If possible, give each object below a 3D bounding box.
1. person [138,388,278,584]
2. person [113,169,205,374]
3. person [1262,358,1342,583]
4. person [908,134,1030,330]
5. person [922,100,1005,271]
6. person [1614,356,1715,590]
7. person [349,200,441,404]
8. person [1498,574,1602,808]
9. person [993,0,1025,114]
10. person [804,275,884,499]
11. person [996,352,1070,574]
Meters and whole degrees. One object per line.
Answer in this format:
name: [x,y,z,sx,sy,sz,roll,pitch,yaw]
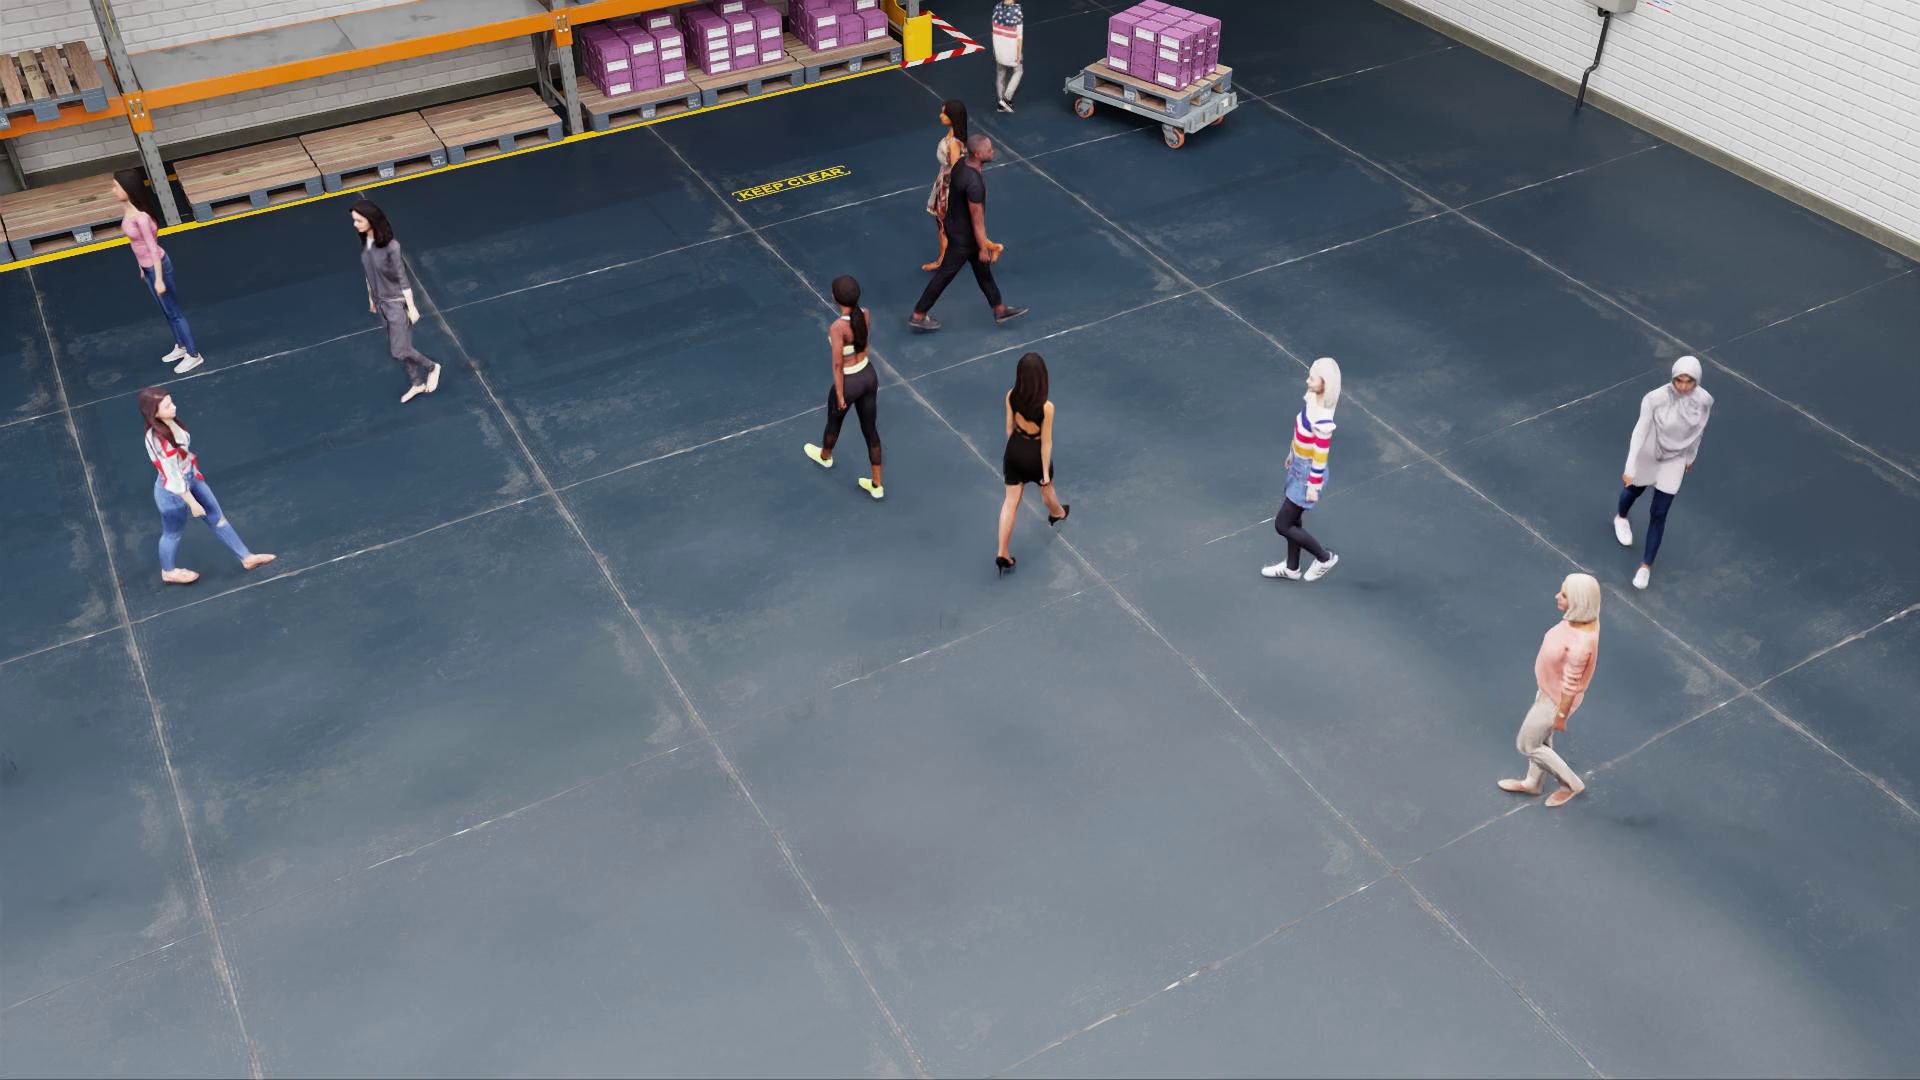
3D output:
person: [-5.322,-0.327,11.162,1.093,1.568,0.855,-5,39,-6]
person: [-6.447,-2.168,13.327,0.556,1.742,0.607,-27,46,-30]
person: [2.398,-0.437,11.115,0.889,1.799,0.829,2,39,2]
person: [-0.056,-2.481,13.703,1.367,1.762,1.070,-4,39,-4]
person: [0.028,-3.060,14.537,1.075,1.626,0.920,1,39,1]
person: [4.756,-0.588,11.358,1.140,1.730,1.151,3,39,4]
person: [-4.336,-1.881,12.961,0.748,1.749,0.785,24,44,27]
person: [3.517,0.882,9.528,0.845,1.716,0.786,11,40,13]
person: [0.466,-5.097,17.244,0.684,1.431,0.758,17,42,20]
person: [-0.693,-1.057,11.955,1.026,1.717,0.815,-31,48,-33]
person: [0.409,-0.480,11.329,0.894,1.598,1.148,22,44,25]
